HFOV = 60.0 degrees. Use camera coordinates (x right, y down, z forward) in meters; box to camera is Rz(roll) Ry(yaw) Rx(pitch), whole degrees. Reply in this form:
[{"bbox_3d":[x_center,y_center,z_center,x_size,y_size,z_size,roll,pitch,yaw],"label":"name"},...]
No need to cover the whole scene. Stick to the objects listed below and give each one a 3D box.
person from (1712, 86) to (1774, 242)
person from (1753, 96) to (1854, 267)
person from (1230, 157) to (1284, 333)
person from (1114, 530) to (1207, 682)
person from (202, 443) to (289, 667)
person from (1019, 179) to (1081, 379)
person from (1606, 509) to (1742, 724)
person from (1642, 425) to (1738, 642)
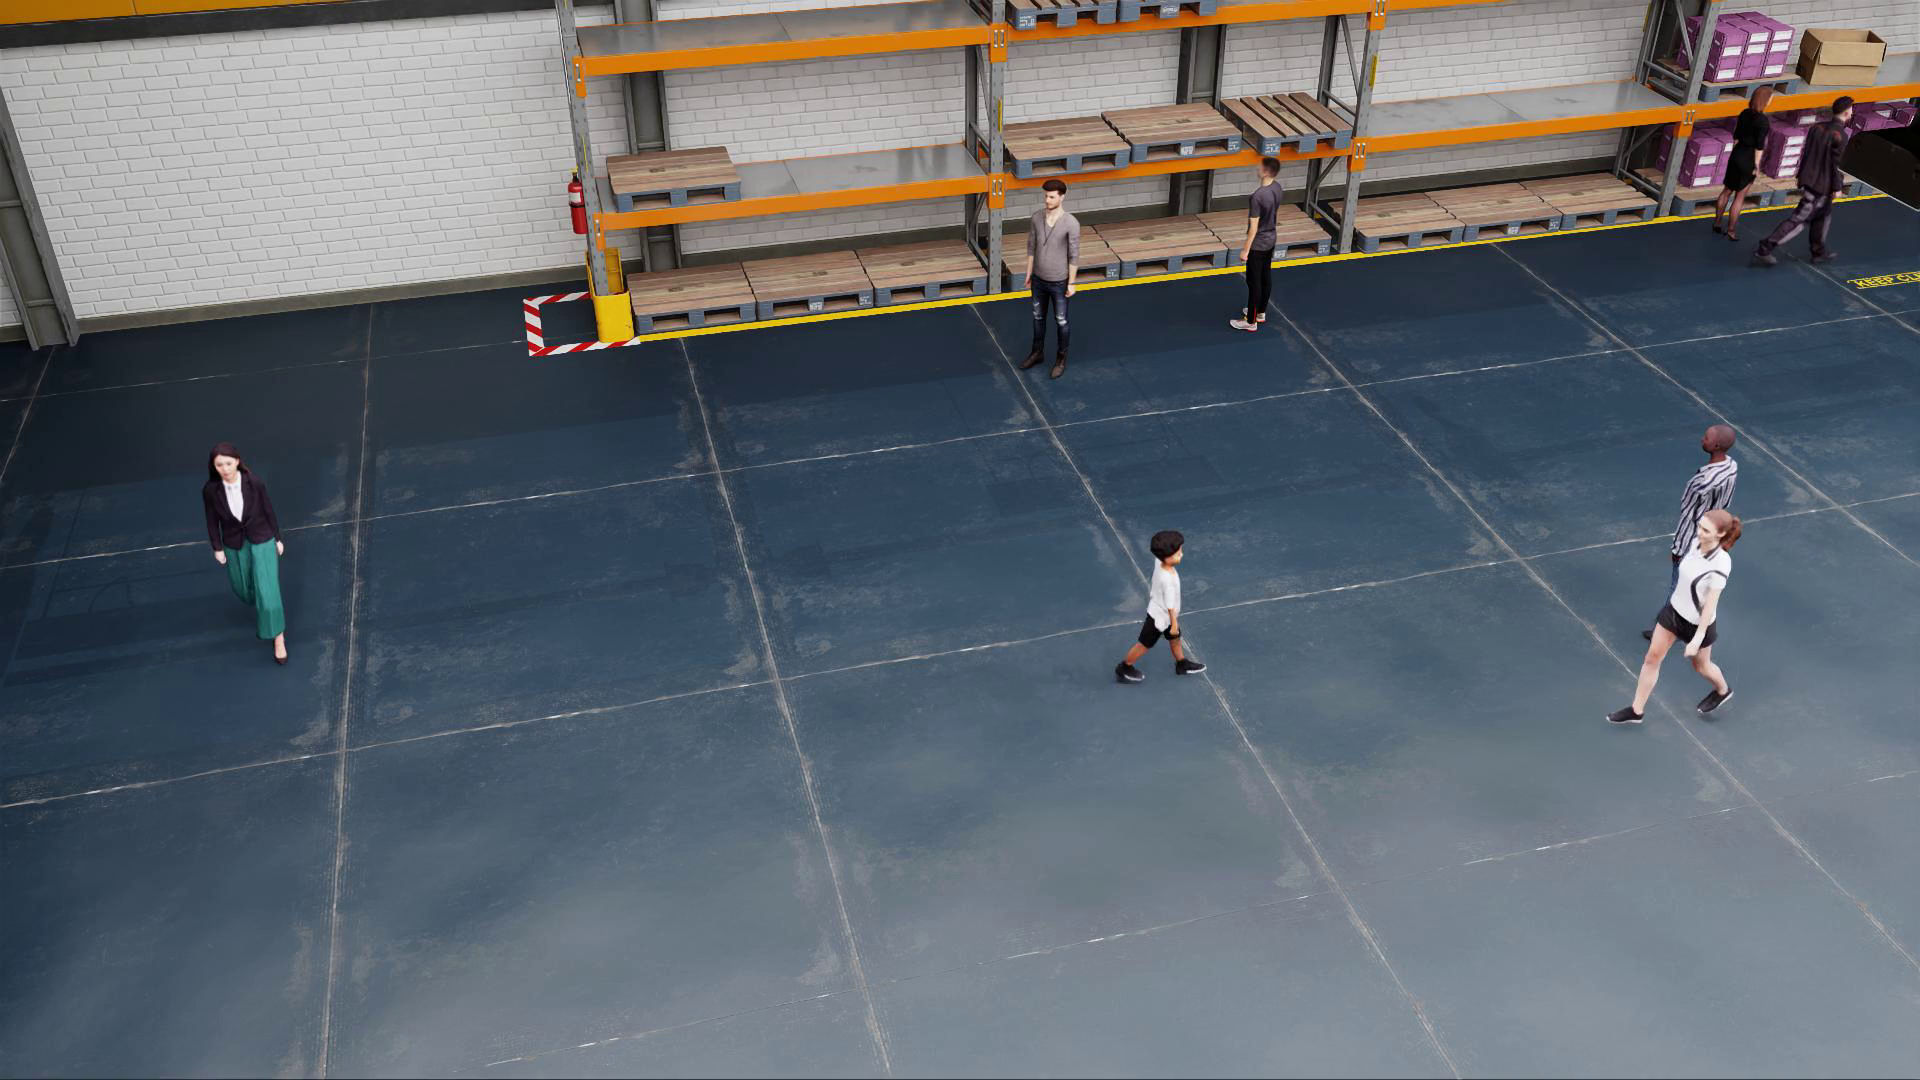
[{"bbox_3d":[8.567,-4.124,18.190,0.486,1.705,0.578,-8,35,-13],"label":"person"},{"bbox_3d":[8.942,-3.724,17.497,1.267,1.807,0.874,-2,34,-3],"label":"person"},{"bbox_3d":[2.947,-2.914,16.315,0.775,1.765,0.699,21,39,28],"label":"person"},{"bbox_3d":[1.361,0.490,11.671,0.930,1.236,0.624,-1,34,-2],"label":"person"},{"bbox_3d":[-5.095,0.038,11.919,1.000,1.715,0.733,-12,36,-18],"label":"person"},{"bbox_3d":[0.858,-2.457,15.502,0.764,1.904,0.821,18,38,25],"label":"person"},{"bbox_3d":[4.989,0.548,11.154,1.145,1.712,0.613,-8,34,-12],"label":"person"},{"bbox_3d":[5.307,-0.033,11.955,0.627,1.793,0.755,-29,43,-36],"label":"person"}]
